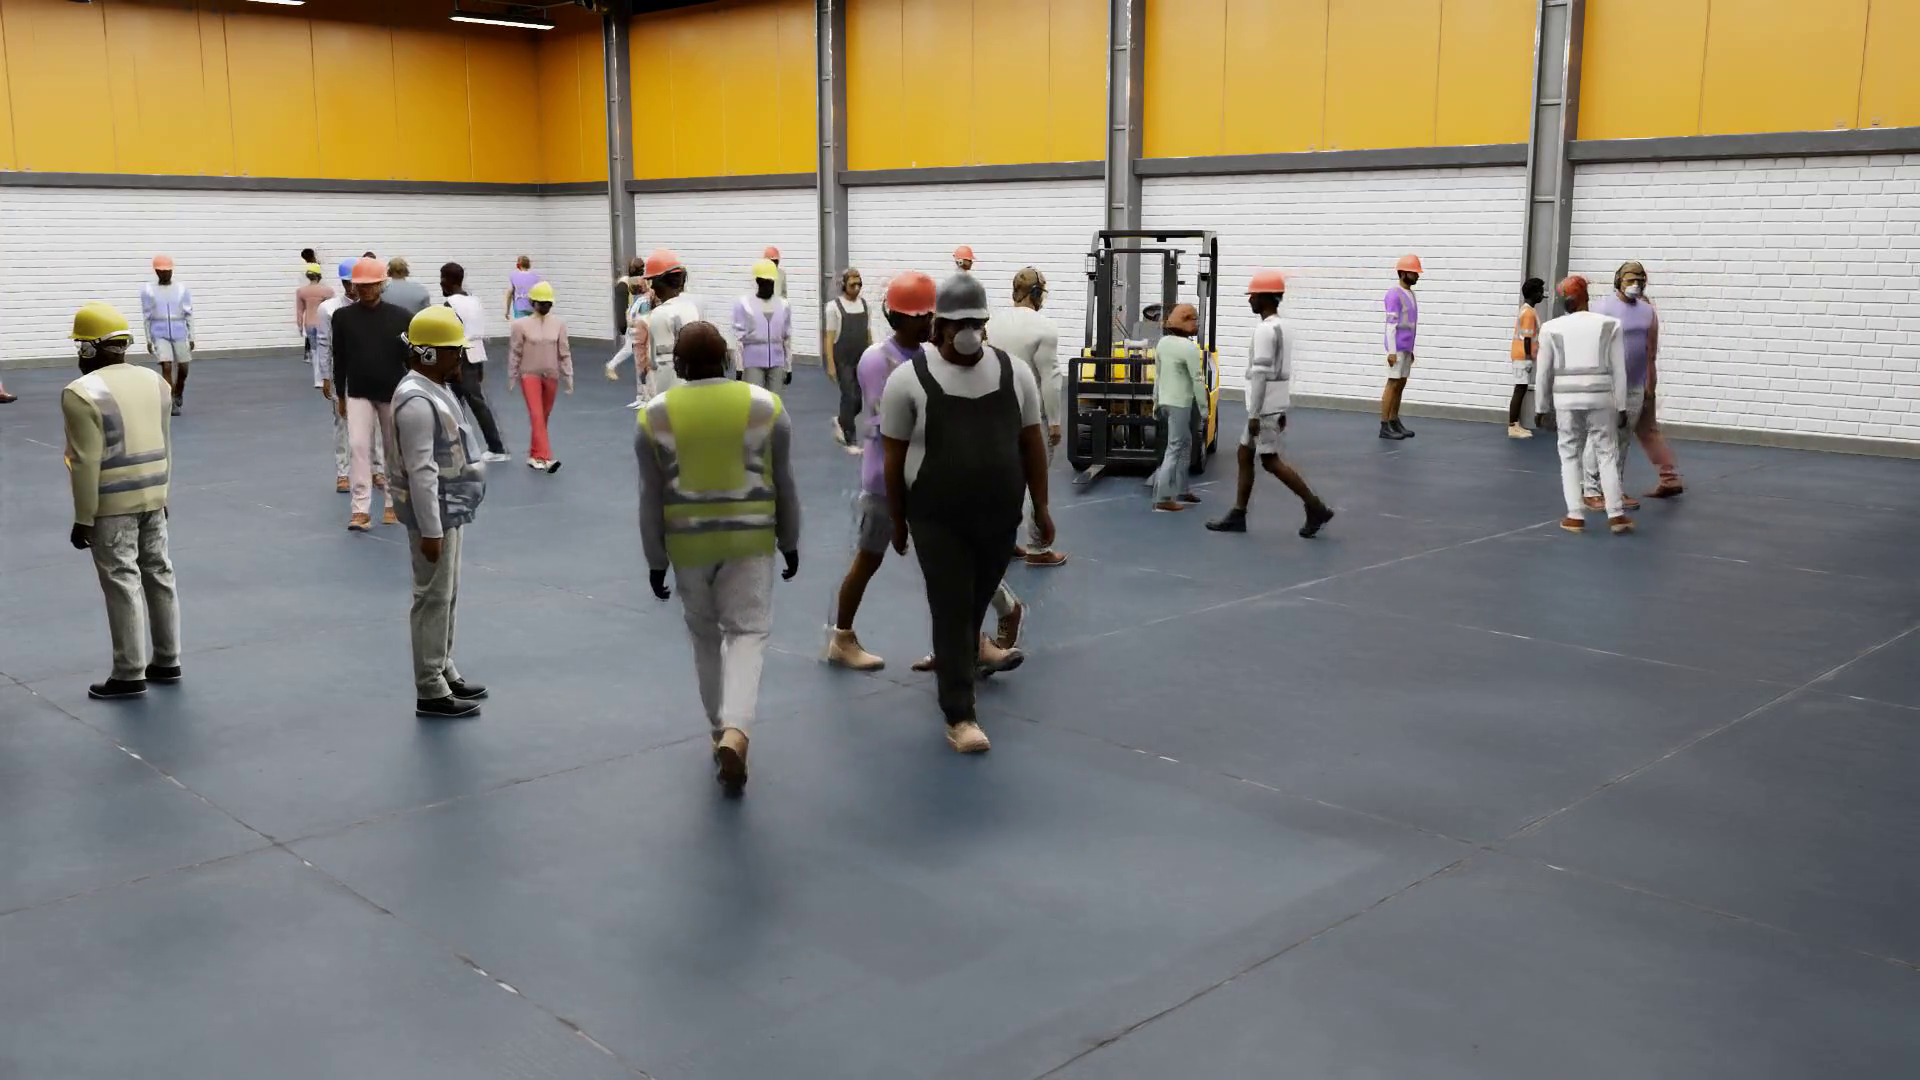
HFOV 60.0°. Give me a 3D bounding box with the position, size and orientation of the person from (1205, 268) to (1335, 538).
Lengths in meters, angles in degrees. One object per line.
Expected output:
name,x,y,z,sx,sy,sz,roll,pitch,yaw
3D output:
person,2.230,-0.960,11.759,0.905,1.906,0.552,4,11,22

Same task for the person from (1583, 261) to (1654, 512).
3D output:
person,5.108,-1.187,12.899,0.635,1.935,0.349,-5,12,-27

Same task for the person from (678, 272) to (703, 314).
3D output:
person,-2.828,-1.947,17.397,0.532,1.817,0.932,-8,13,-37

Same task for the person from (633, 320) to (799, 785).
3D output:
person,-0.959,0.044,6.576,0.643,1.803,0.880,-1,10,-3

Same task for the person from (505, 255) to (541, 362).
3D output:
person,-7.195,-3.813,27.582,0.566,1.811,0.887,-9,14,-40

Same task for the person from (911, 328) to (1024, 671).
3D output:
person,0.034,-0.274,8.168,0.538,1.852,0.539,-9,14,-40

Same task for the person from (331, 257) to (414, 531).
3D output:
person,-4.234,-1.041,12.013,0.634,1.957,0.913,-2,10,-8

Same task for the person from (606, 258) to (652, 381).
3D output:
person,-4.664,-3.106,23.695,0.738,1.818,0.633,6,12,28

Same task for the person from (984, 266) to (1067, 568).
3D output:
person,0.423,-0.788,10.733,0.373,1.935,0.628,-10,14,-42

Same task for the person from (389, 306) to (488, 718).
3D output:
person,-2.312,-0.121,7.403,0.403,1.826,0.591,-2,11,-10

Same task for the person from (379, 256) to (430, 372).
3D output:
person,-6.228,-2.216,18.615,0.635,1.908,0.965,-3,11,-17

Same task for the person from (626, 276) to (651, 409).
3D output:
person,-3.938,-2.429,20.488,0.311,1.639,0.512,-5,11,-25

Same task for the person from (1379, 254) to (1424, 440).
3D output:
person,4.656,-2.024,17.469,0.378,1.932,0.551,8,13,36

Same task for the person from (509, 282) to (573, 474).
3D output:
person,-3.730,-1.446,14.917,0.535,1.702,0.929,-8,13,-37

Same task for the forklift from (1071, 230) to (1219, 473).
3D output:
forklift,1.804,-1.825,15.677,1.214,2.155,2.313,2,11,13

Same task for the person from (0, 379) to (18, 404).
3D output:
person,-12.417,-2.616,20.951,0.811,1.860,0.676,4,11,19

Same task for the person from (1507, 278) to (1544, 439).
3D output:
person,5.970,-1.914,17.552,0.320,1.690,0.537,3,11,16

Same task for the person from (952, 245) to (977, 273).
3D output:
person,0.025,-2.921,22.195,0.395,1.993,0.614,1,10,5

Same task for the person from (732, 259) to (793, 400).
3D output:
person,-1.832,-1.655,15.505,0.602,1.915,0.514,-6,12,-29

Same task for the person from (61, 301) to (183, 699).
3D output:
person,-3.884,-0.178,7.681,0.404,1.834,0.591,3,11,15

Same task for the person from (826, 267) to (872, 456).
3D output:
person,-1.104,-1.746,16.257,0.524,1.826,0.576,-7,13,-34

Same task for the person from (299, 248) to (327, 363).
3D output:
person,-10.825,-3.924,27.922,0.402,1.913,0.710,2,11,9

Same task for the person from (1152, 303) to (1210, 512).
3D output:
person,1.763,-1.024,12.900,0.644,1.610,0.524,-5,12,-26

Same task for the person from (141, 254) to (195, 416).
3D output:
person,-9.440,-2.450,19.847,0.550,1.922,0.650,-6,12,-31

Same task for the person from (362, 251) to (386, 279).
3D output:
person,-9.649,-3.801,27.355,0.519,1.865,0.327,-3,11,-16

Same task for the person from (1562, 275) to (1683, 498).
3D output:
person,5.475,-1.251,13.506,0.913,1.858,0.633,6,12,28

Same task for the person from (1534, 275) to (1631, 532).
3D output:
person,4.490,-0.977,12.004,0.665,1.847,0.390,3,11,18

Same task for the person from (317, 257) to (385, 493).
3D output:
person,-5.026,-1.373,13.886,0.607,1.947,0.406,-6,12,-30

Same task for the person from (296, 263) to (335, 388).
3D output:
person,-9.005,-3.017,23.435,0.533,1.738,0.790,1,10,4

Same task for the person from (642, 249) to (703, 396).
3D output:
person,-1.980,-0.965,11.415,0.400,2.037,0.610,3,11,14

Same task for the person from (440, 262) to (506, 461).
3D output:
person,-4.776,-1.661,15.659,0.989,1.864,0.615,0,10,0

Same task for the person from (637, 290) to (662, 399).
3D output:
person,-3.001,-1.710,16.622,0.515,1.625,0.603,-7,13,-34

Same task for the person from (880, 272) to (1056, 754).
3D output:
person,0.017,-0.197,7.218,0.688,2.000,1.033,-4,11,-19

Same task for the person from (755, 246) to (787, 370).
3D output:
person,-2.928,-3.590,25.951,0.616,1.956,0.570,-8,13,-36

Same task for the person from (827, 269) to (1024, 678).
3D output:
person,-0.224,-0.294,7.964,1.050,1.969,0.598,7,13,34
